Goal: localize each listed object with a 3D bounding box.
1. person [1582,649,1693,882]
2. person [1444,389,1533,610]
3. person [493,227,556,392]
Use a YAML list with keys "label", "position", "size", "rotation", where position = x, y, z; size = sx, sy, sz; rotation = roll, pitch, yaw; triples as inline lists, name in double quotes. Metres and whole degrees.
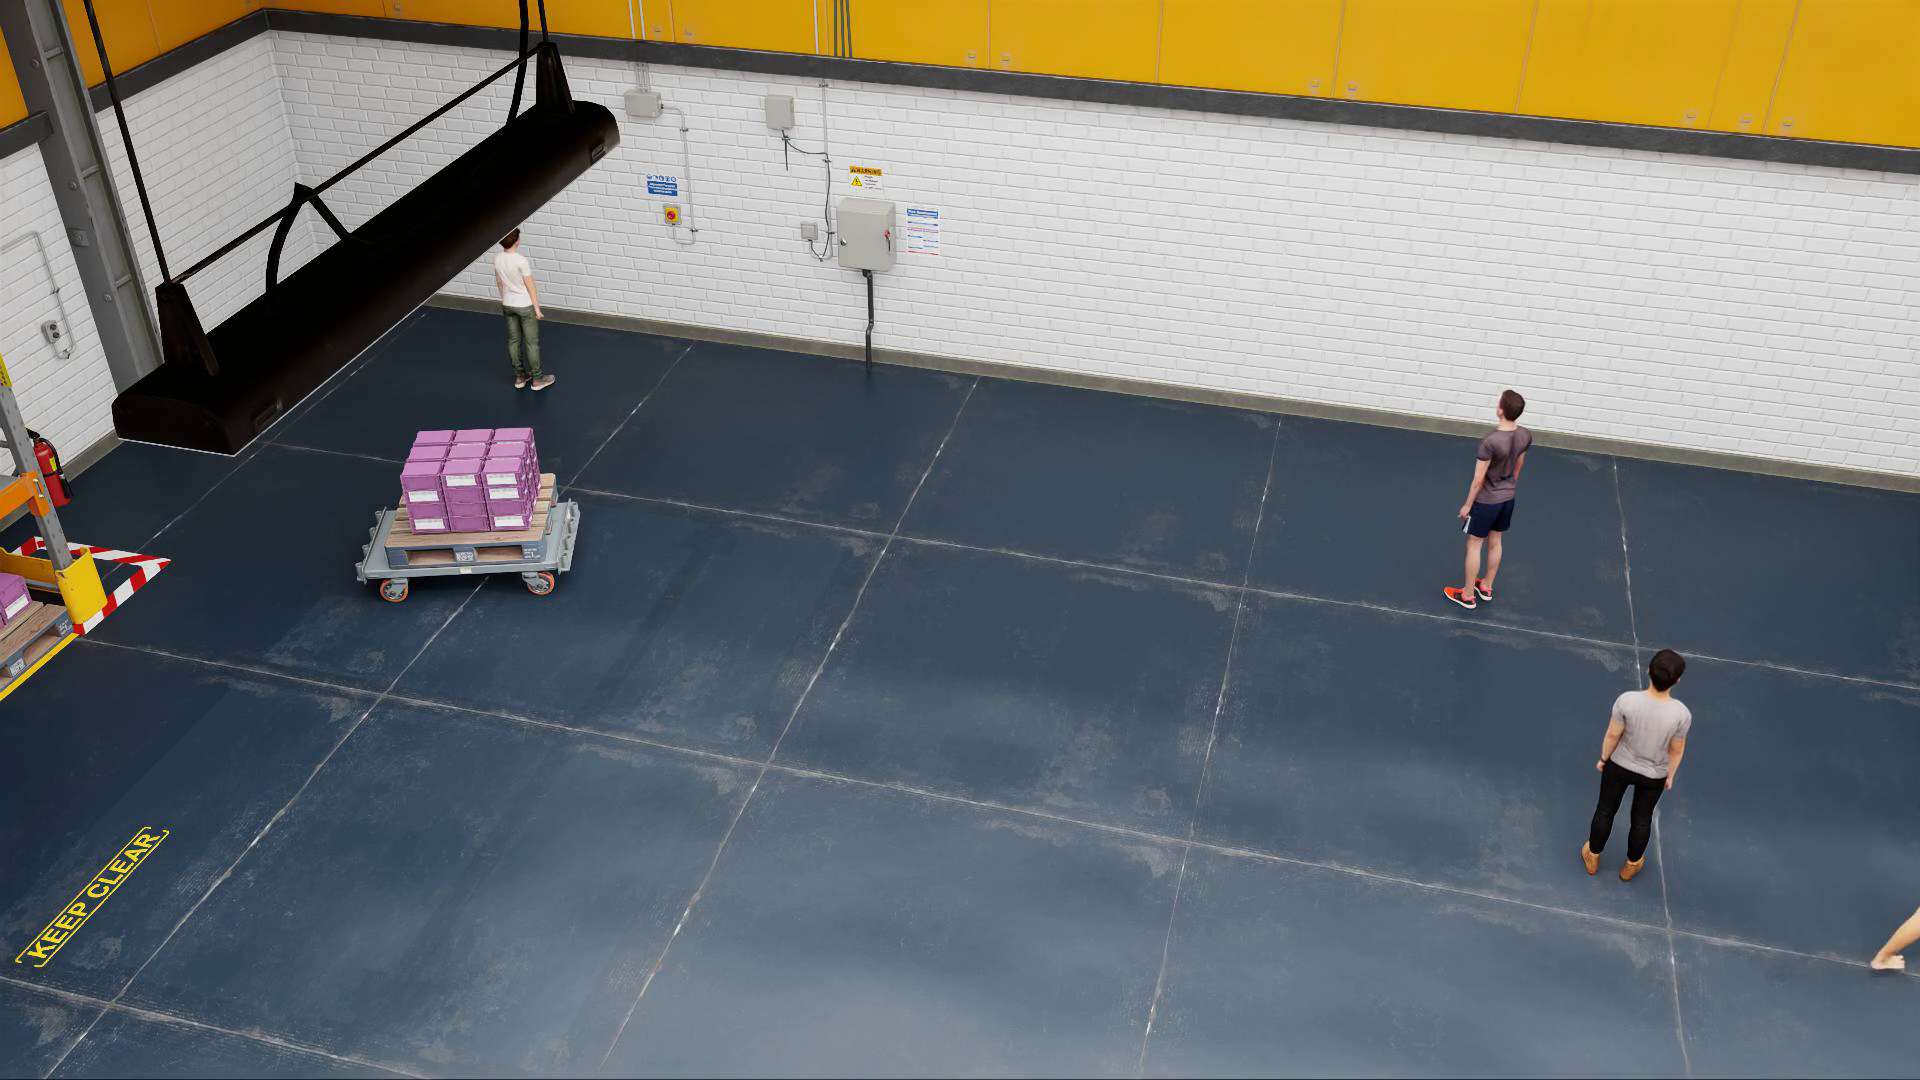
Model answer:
- label: "person"
  position: [4.195, 1.390, 10.307]
  size: [0.640, 1.722, 0.571]
  rotation: [14, 36, 20]
- label: "person"
  position: [4.081, -0.313, 12.751]
  size: [0.717, 1.853, 0.770]
  rotation: [-17, 37, -23]
- label: "person"
  position: [-4.187, -2.214, 15.792]
  size: [0.590, 1.655, 0.555]
  rotation: [12, 36, 18]
